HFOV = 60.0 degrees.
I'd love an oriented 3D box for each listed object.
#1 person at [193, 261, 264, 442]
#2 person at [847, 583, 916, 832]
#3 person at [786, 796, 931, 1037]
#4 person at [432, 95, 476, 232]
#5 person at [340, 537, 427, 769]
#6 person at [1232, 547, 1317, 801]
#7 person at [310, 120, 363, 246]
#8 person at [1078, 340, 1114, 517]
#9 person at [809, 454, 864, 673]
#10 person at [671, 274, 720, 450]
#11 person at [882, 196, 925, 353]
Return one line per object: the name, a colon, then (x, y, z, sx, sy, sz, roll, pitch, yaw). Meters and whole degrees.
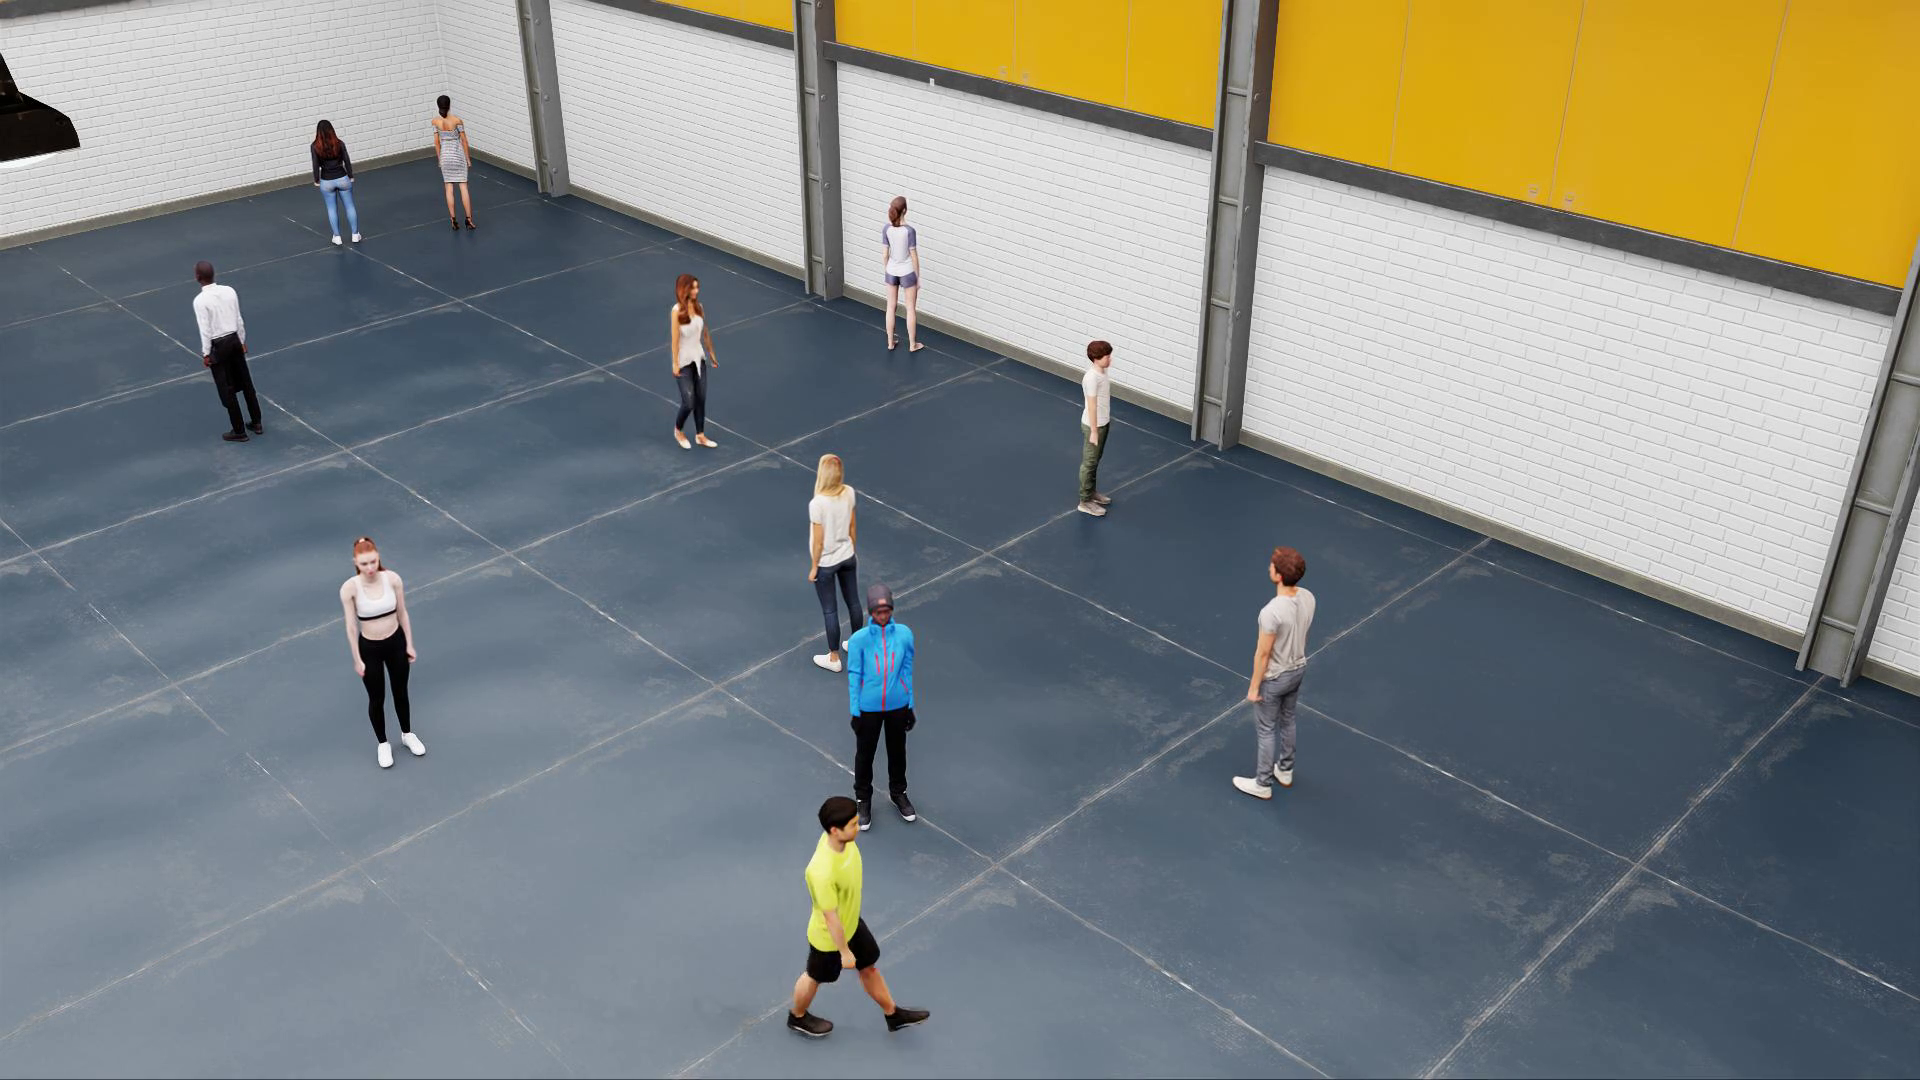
person: (-7.278, -1.874, 16.458, 0.638, 1.834, 0.702, 14, 32, 25)
person: (-0.522, 1.088, 11.071, 0.691, 1.794, 0.695, -9, 30, -15)
person: (-0.775, 2.144, 9.271, 1.167, 1.663, 1.007, 6, 29, 10)
person: (-6.799, -5.061, 22.315, 0.675, 1.823, 0.730, -1, 29, -1)
person: (-4.067, 0.772, 11.706, 0.624, 1.740, 0.580, -18, 33, -29)
person: (2.175, 0.905, 11.301, 0.645, 1.895, 0.551, -24, 37, -37)
person: (-8.227, -4.720, 21.886, 0.720, 1.634, 0.689, -12, 31, -21)
person: (1.231, -1.047, 15.131, 0.665, 1.655, 0.655, 9, 30, 16)
person: (-0.953, 0.169, 12.741, 0.608, 1.808, 0.483, -25, 37, -37)
person: (-2.690, -1.746, 16.285, 0.679, 1.777, 0.701, 18, 34, 30)
person: (-0.660, -2.964, 18.527, 0.630, 1.767, 0.730, 10, 30, 17)
